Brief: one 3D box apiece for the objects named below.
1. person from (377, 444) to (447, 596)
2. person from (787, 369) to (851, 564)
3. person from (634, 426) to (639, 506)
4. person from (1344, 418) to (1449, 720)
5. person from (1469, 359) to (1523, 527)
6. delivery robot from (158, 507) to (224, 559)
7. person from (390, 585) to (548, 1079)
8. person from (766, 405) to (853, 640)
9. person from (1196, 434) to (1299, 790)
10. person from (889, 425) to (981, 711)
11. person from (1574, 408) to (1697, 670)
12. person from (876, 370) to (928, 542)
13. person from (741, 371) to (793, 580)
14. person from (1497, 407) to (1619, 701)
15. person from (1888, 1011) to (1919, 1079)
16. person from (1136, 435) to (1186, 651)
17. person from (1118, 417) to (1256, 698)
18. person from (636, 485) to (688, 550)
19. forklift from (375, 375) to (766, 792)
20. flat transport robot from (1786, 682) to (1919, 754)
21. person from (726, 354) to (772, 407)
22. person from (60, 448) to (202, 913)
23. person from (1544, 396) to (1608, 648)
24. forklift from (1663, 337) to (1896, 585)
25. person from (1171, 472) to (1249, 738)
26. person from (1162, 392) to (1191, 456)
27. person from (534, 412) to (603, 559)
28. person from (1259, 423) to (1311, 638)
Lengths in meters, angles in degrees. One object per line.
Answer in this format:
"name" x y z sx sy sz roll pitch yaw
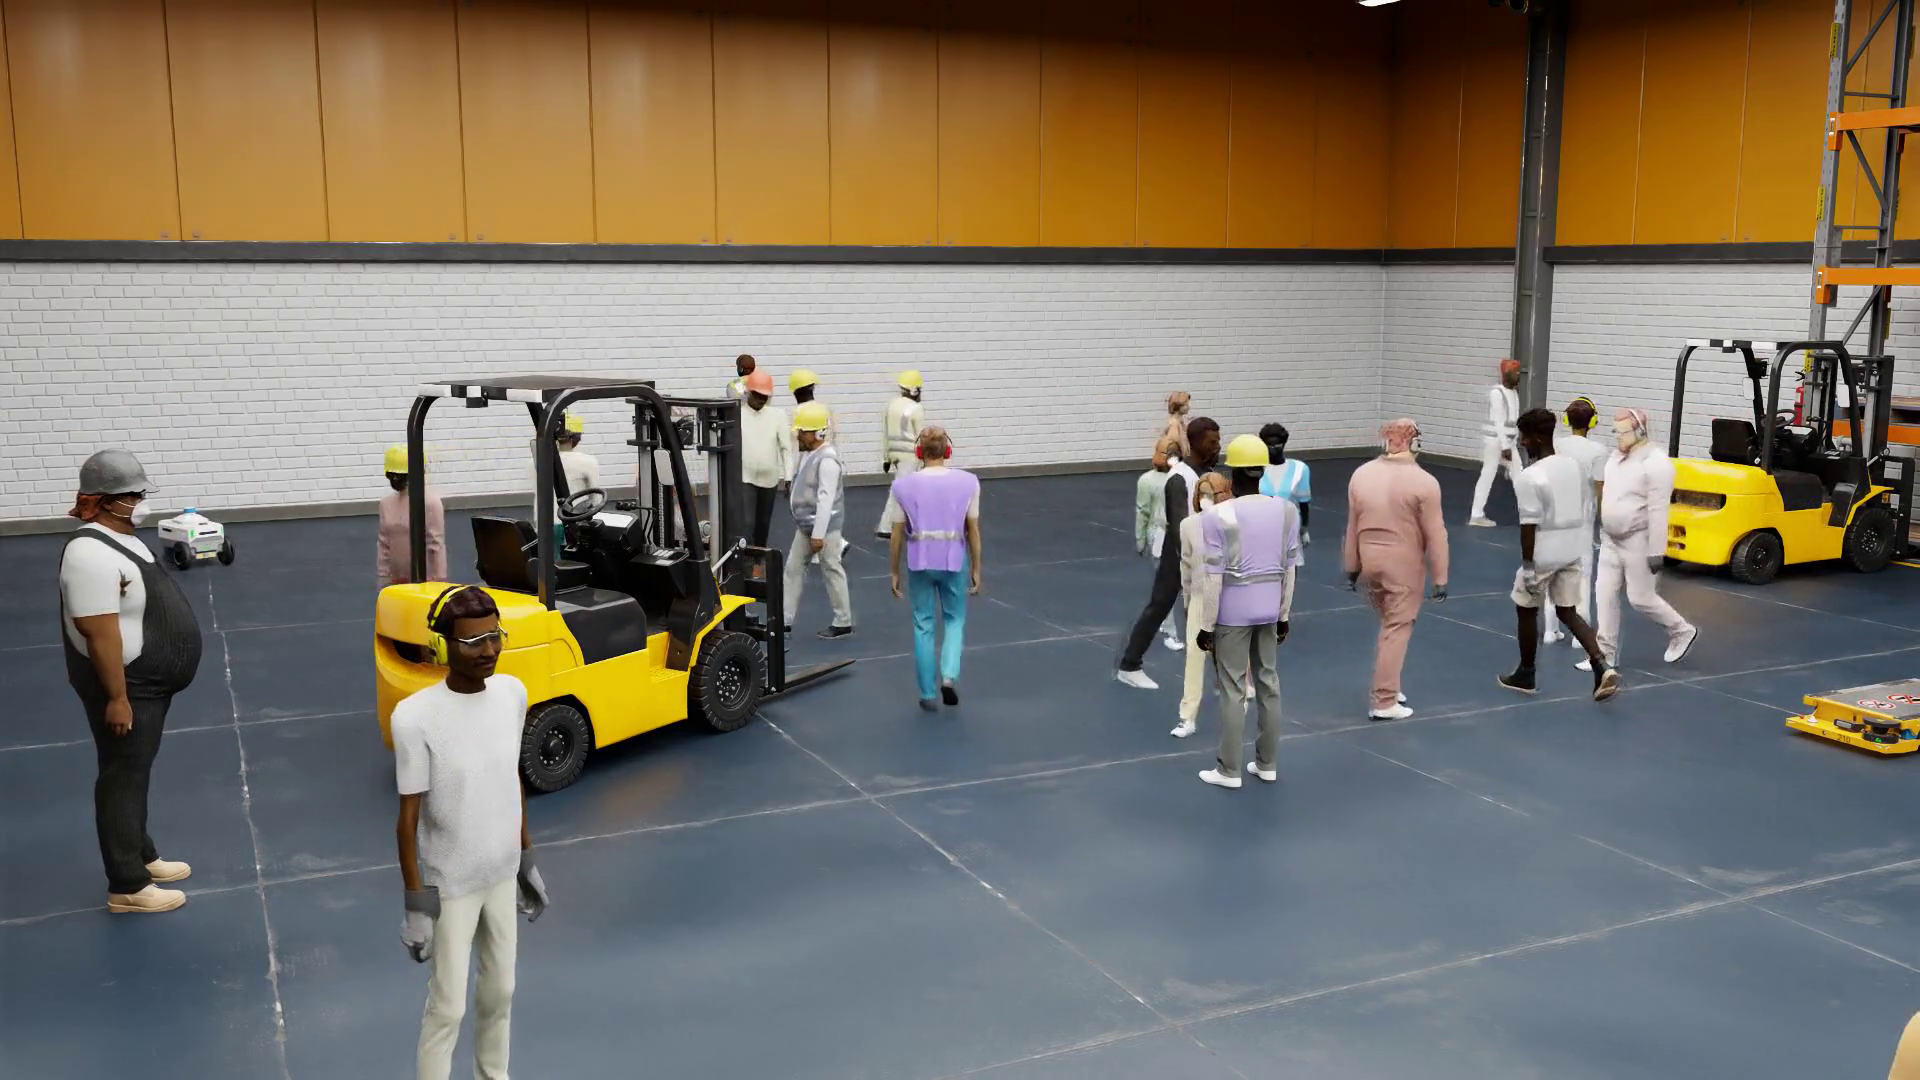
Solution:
"person" -3.433 0.262 10.367 0.561 1.742 0.364 6 11 31
"person" -1.326 -0.667 15.694 0.691 1.895 0.611 6 11 34
"person" -2.343 -0.108 12.856 0.373 1.671 0.577 -5 11 -30
"person" 2.796 0.179 10.466 0.663 1.877 0.684 -7 11 -37
"person" 6.010 -1.026 18.073 0.942 1.843 0.580 9 13 43
"delivery robot" -7.333 -0.073 15.846 0.707 0.478 0.477 8 12 39
"person" -1.487 1.051 5.098 0.310 1.868 0.533 6 11 32
"person" -1.187 -0.111 12.516 0.835 1.793 0.601 -4 10 -23
"person" 1.542 0.392 9.004 0.587 1.927 0.363 -4 10 -25
"person" -0.159 0.188 10.556 0.583 1.828 0.445 -1 9 -5
"person" 4.765 0.003 11.600 0.765 1.871 0.665 -2 9 -14
"person" -0.521 -0.874 17.328 0.964 1.778 0.592 -6 11 -34
"person" -1.827 -0.556 14.873 0.619 1.938 0.975 -3 10 -19
"person" 3.884 0.108 10.788 0.649 1.931 0.805 -5 10 -26
"person" 1.876 1.386 2.900 0.570 1.904 0.593 -1 9 -9
"person" 1.561 -0.019 12.597 0.514 1.589 0.849 -3 10 -17
"person" 1.495 0.113 10.965 1.029 1.865 0.574 7 11 36
"person" -2.213 -0.046 12.057 0.944 1.813 0.503 -4 10 -26
"forklift" -2.268 0.149 9.685 1.214 2.155 2.313 6 11 32
"flat transport robot" 5.783 1.046 10.072 1.431 0.197 0.652 -4 10 -25
"person" -2.490 -1.245 19.430 0.429 1.844 0.624 9 13 44
"person" -3.639 0.601 7.355 0.539 2.000 0.688 -3 10 -20
"person" 4.602 -0.134 12.428 0.323 1.876 0.530 -8 12 -42
"forklift" 7.551 -0.789 15.507 2.313 2.155 1.214 -4 10 -25
"person" 1.576 0.368 10.194 0.515 1.592 0.848 5 10 28
"person" 2.235 -0.656 16.477 0.722 1.611 0.535 3 10 16
"person" -3.049 -0.124 12.878 0.522 1.727 0.889 2 9 14
"person" 2.398 -0.077 12.701 0.535 1.677 0.499 1 9 7
